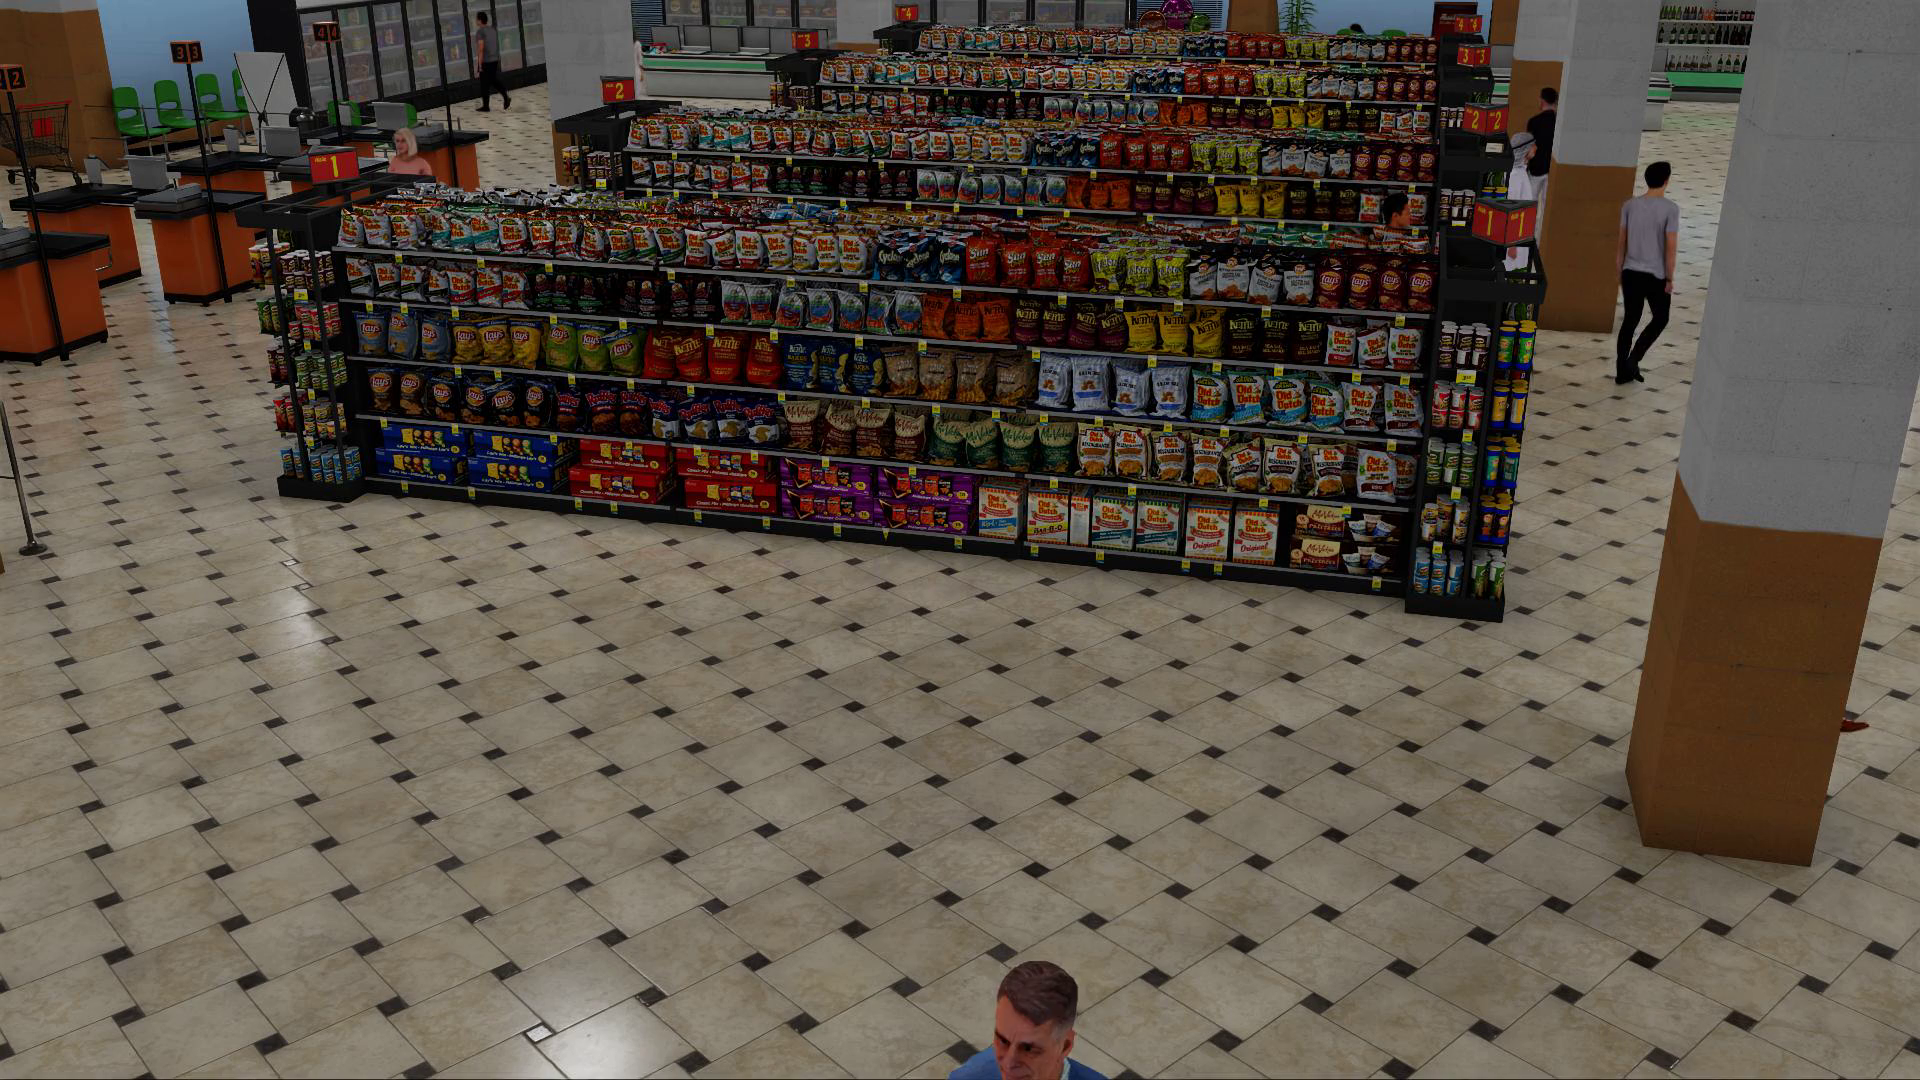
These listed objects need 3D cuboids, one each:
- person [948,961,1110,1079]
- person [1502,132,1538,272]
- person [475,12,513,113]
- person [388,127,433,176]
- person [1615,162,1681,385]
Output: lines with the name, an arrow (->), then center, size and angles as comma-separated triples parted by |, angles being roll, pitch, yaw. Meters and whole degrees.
person -> 0.218, 1.764, 4.103 | 1.161, 1.771, 0.913 | 11, 24, 25
person -> 4.966, -2.707, 15.021 | 0.618, 1.926, 0.681 | 6, 23, 15
person -> -8.434, -8.595, 29.917 | 0.879, 1.745, 0.704 | 8, 23, 18
person -> -5.460, -3.289, 16.797 | 1.053, 1.683, 0.676 | 6, 23, 15
person -> 5.633, -2.178, 13.801 | 0.899, 1.854, 0.819 | -17, 27, -36
